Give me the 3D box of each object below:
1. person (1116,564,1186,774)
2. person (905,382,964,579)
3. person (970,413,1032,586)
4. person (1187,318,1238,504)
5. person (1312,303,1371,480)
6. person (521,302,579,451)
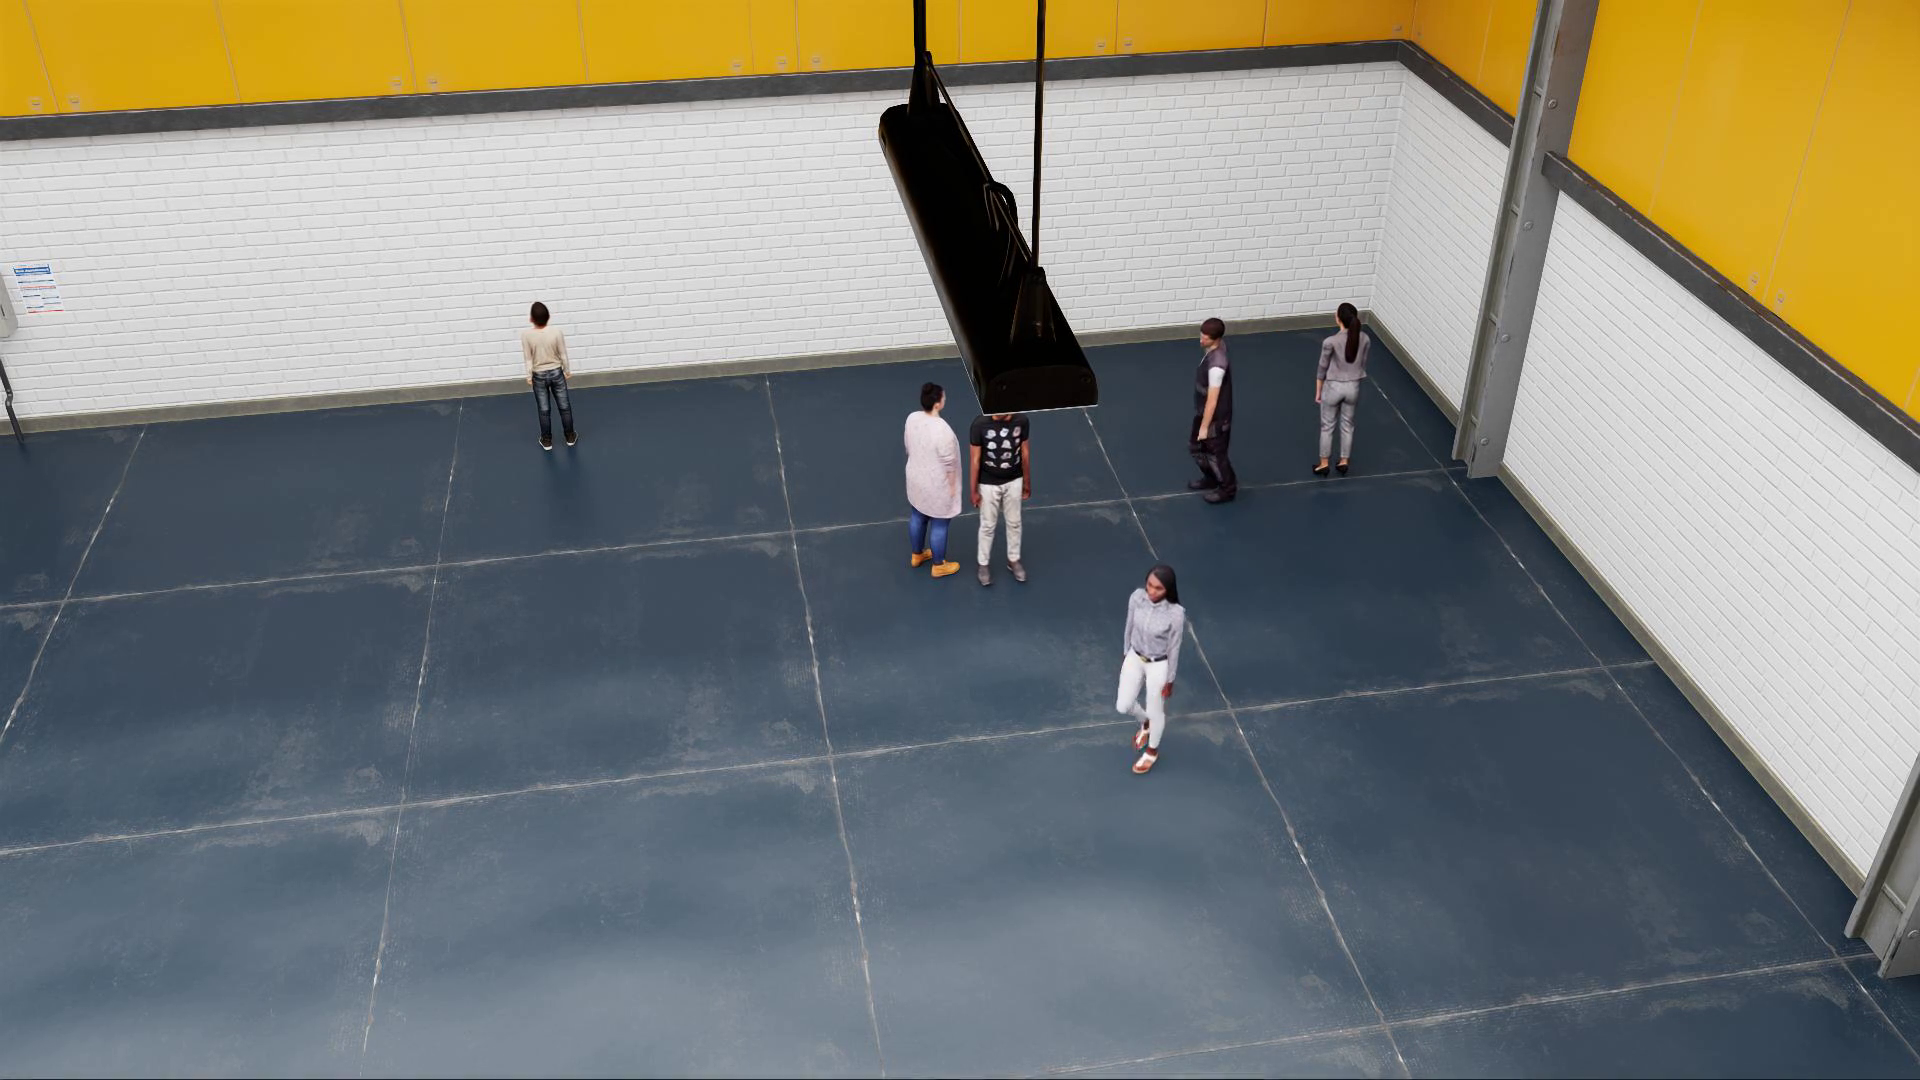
[{"bbox_3d":[1.366,0.845,11.512,0.783,1.711,0.845,25,41,32],"label":"person"},{"bbox_3d":[-0.236,-0.507,13.519,0.857,1.743,0.755,-28,43,-35],"label":"person"},{"bbox_3d":[0.323,-0.476,13.419,0.669,1.801,0.609,-8,34,-11],"label":"person"},{"bbox_3d":[2.266,-1.116,14.369,0.773,1.816,0.679,4,34,7],"label":"person"},{"bbox_3d":[3.384,-1.313,14.797,0.591,1.670,0.542,-6,34,-8],"label":"person"},{"bbox_3d":[-3.787,-1.514,15.283,0.582,1.466,0.552,-10,35,-15],"label":"person"}]
